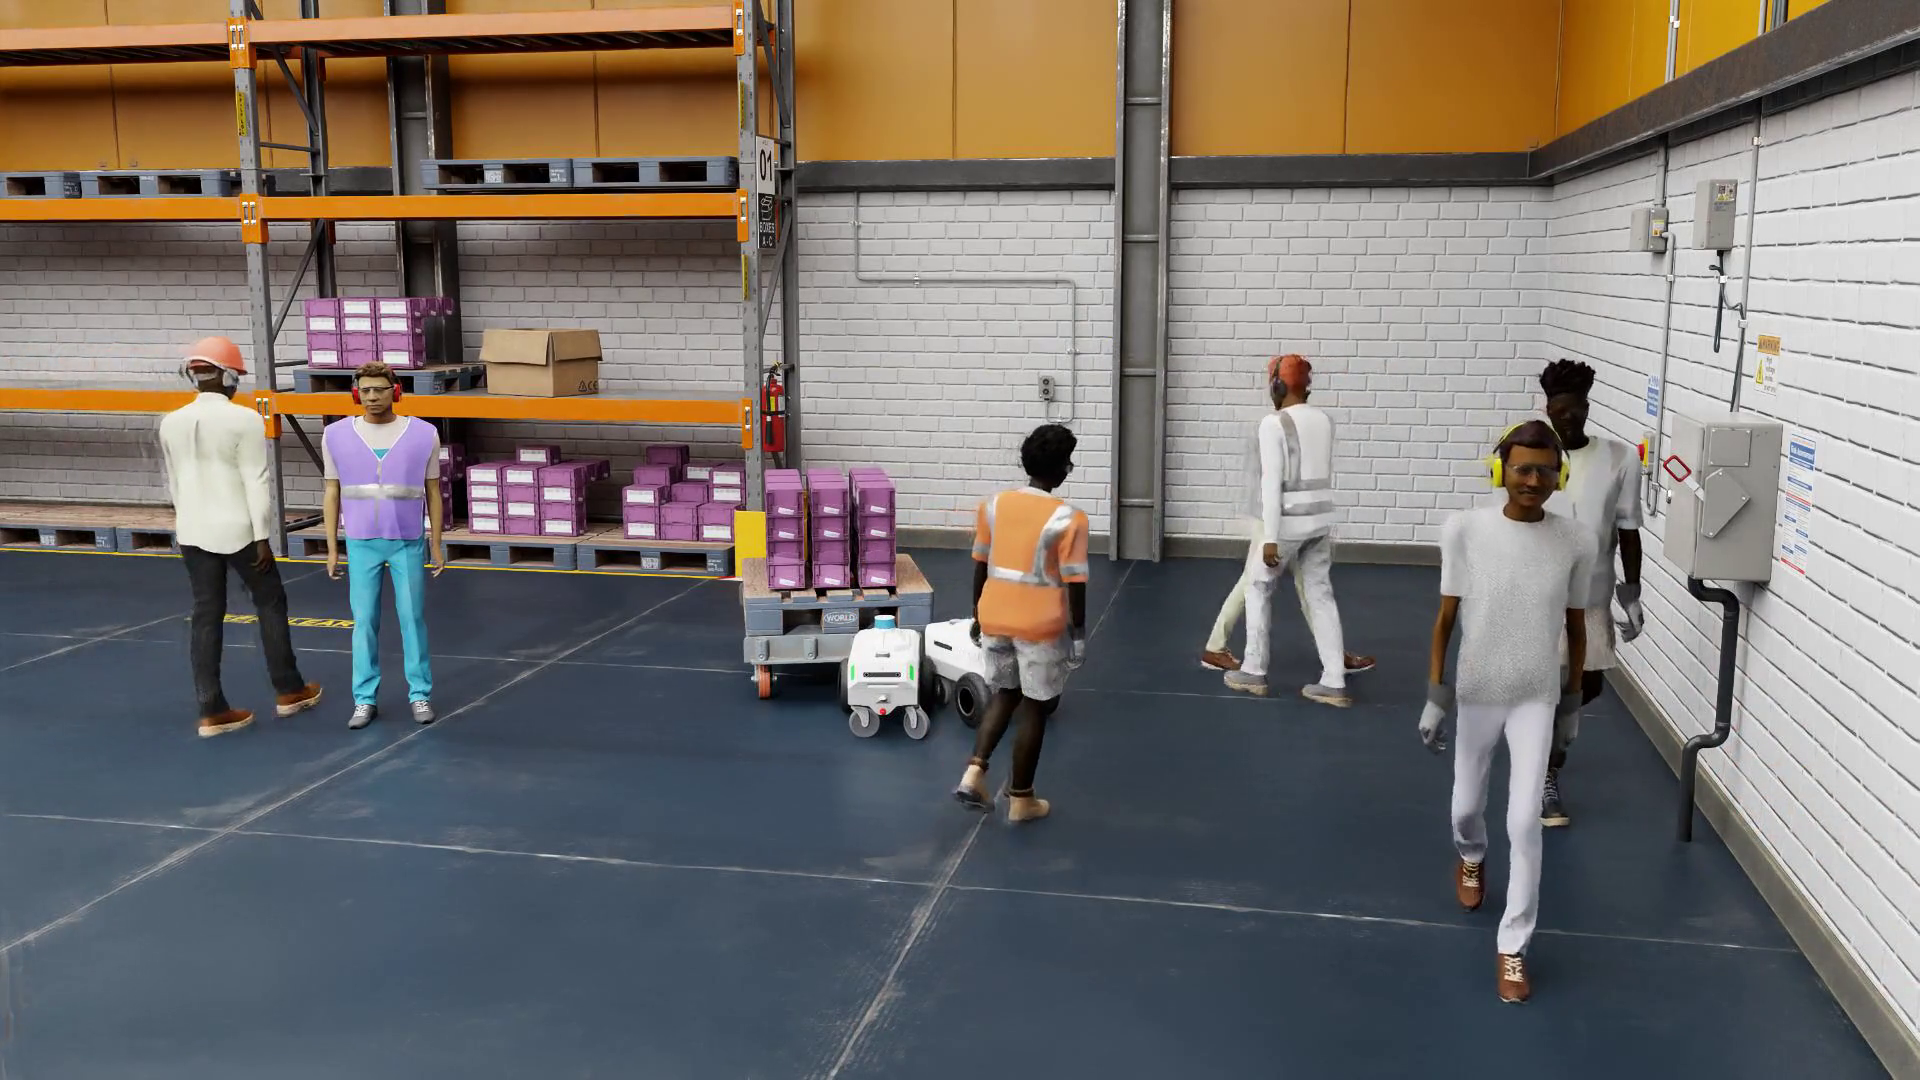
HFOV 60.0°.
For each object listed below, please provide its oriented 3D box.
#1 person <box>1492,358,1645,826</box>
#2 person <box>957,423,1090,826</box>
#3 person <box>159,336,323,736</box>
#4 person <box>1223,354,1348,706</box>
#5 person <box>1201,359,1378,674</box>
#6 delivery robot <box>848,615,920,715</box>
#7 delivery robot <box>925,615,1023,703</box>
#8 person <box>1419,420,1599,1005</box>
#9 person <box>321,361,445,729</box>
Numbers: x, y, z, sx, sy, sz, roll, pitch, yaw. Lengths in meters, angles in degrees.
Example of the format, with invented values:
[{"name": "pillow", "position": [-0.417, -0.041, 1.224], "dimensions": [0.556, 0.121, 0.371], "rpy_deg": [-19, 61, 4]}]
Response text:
[{"name": "person", "position": [2.553, 0.186, 7.083], "dimensions": [0.629, 1.942, 0.765], "rpy_deg": [1, 9, 7]}, {"name": "person", "position": [0.272, 0.360, 6.821], "dimensions": [0.562, 1.675, 0.379], "rpy_deg": [8, 12, 38]}, {"name": "person", "position": [-3.644, -0.040, 8.403], "dimensions": [0.630, 1.951, 0.881], "rpy_deg": [2, 10, 14]}, {"name": "person", "position": [1.745, -0.060, 8.870], "dimensions": [0.635, 1.837, 0.826], "rpy_deg": [-7, 12, -36]}, {"name": "person", "position": [1.818, -0.116, 9.315], "dimensions": [0.989, 1.818, 0.531], "rpy_deg": [5, 11, 27]}, {"name": "delivery robot", "position": [-0.377, 0.621, 8.351], "dimensions": [0.477, 0.478, 0.707], "rpy_deg": [0, 9, 0]}, {"name": "delivery robot", "position": [0.116, 0.578, 8.609], "dimensions": [0.477, 0.478, 0.707], "rpy_deg": [-6, 11, -32]}, {"name": "person", "position": [1.807, 0.499, 5.524], "dimensions": [0.528, 1.840, 0.845], "rpy_deg": [3, 10, 17]}, {"name": "person", "position": [-2.894, 0.018, 8.381], "dimensions": [0.570, 1.845, 0.380], "rpy_deg": [-3, 10, -16]}]
